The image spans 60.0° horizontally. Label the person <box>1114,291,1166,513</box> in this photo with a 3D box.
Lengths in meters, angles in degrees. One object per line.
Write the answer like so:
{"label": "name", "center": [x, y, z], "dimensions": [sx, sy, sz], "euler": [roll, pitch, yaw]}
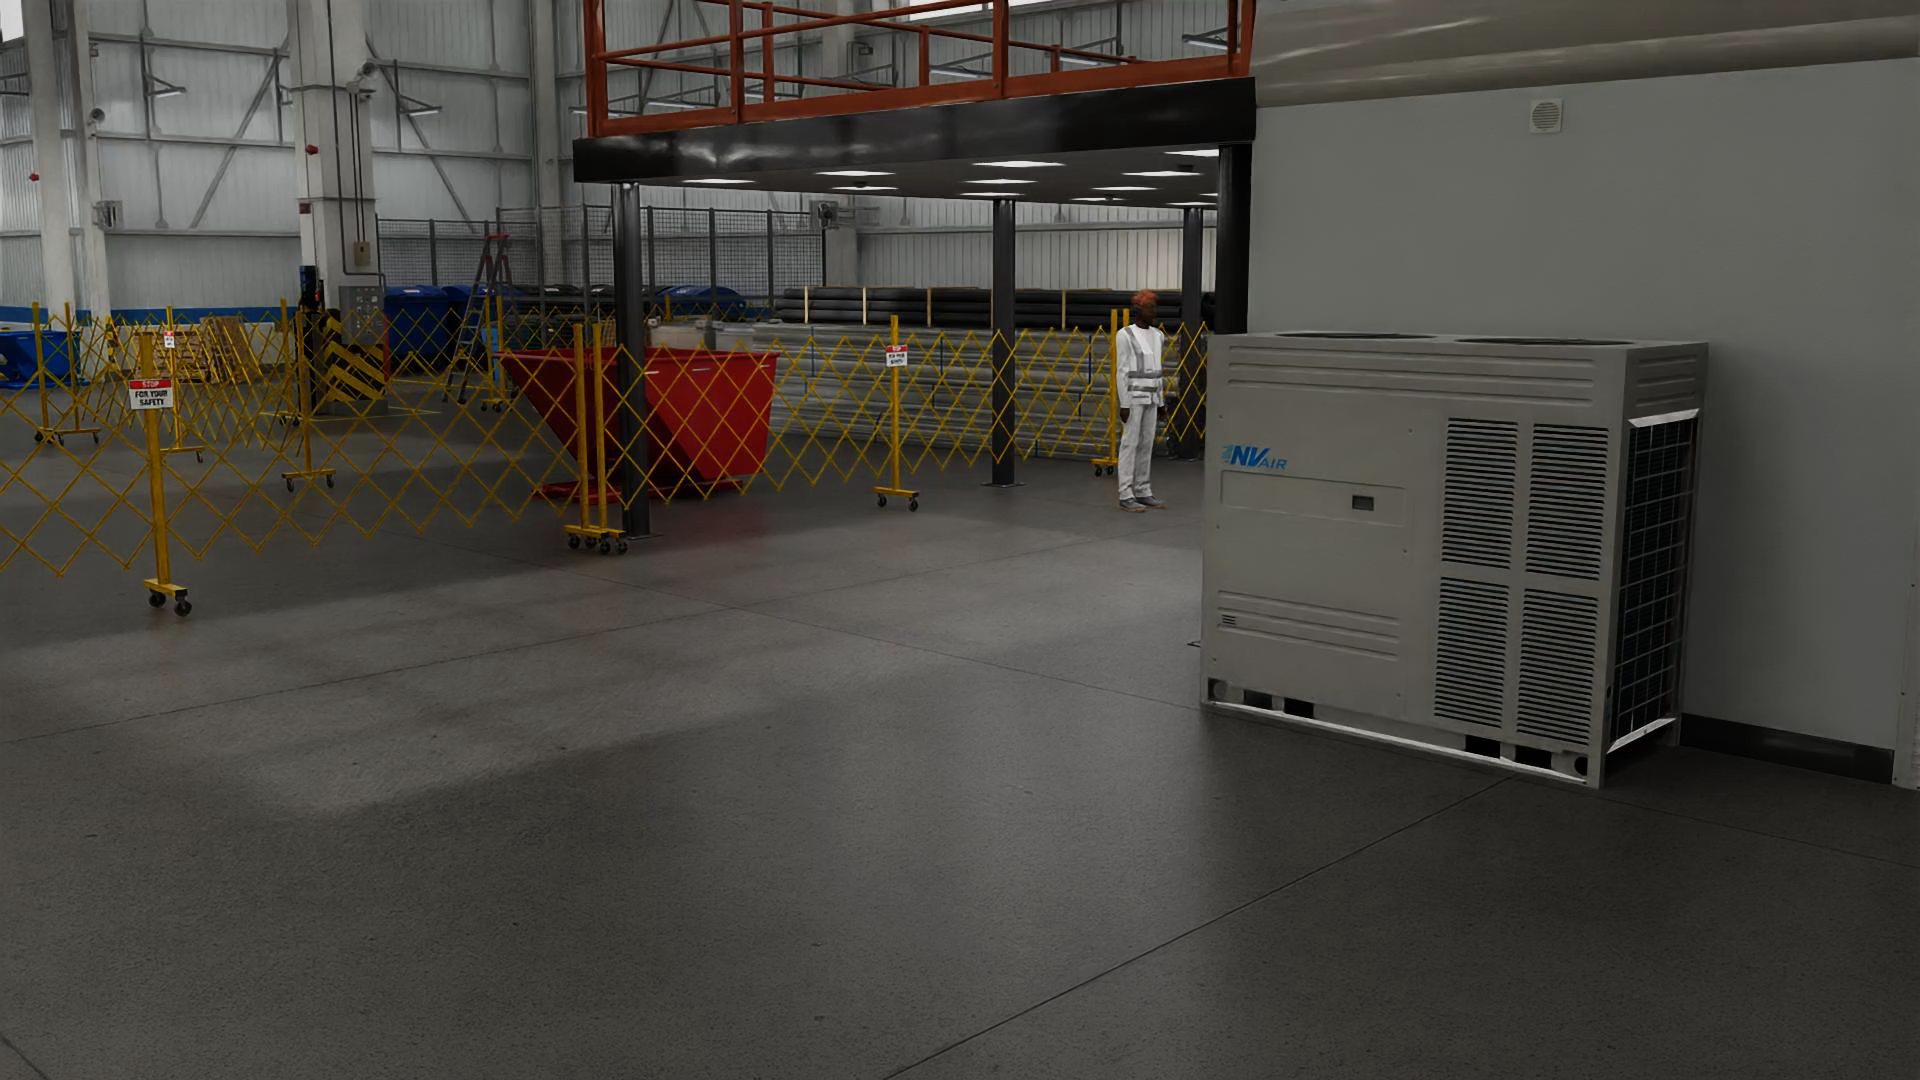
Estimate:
{"label": "person", "center": [1.556, -1.182, 14.241], "dimensions": [0.355, 1.885, 0.574], "euler": [9, 13, 43]}
